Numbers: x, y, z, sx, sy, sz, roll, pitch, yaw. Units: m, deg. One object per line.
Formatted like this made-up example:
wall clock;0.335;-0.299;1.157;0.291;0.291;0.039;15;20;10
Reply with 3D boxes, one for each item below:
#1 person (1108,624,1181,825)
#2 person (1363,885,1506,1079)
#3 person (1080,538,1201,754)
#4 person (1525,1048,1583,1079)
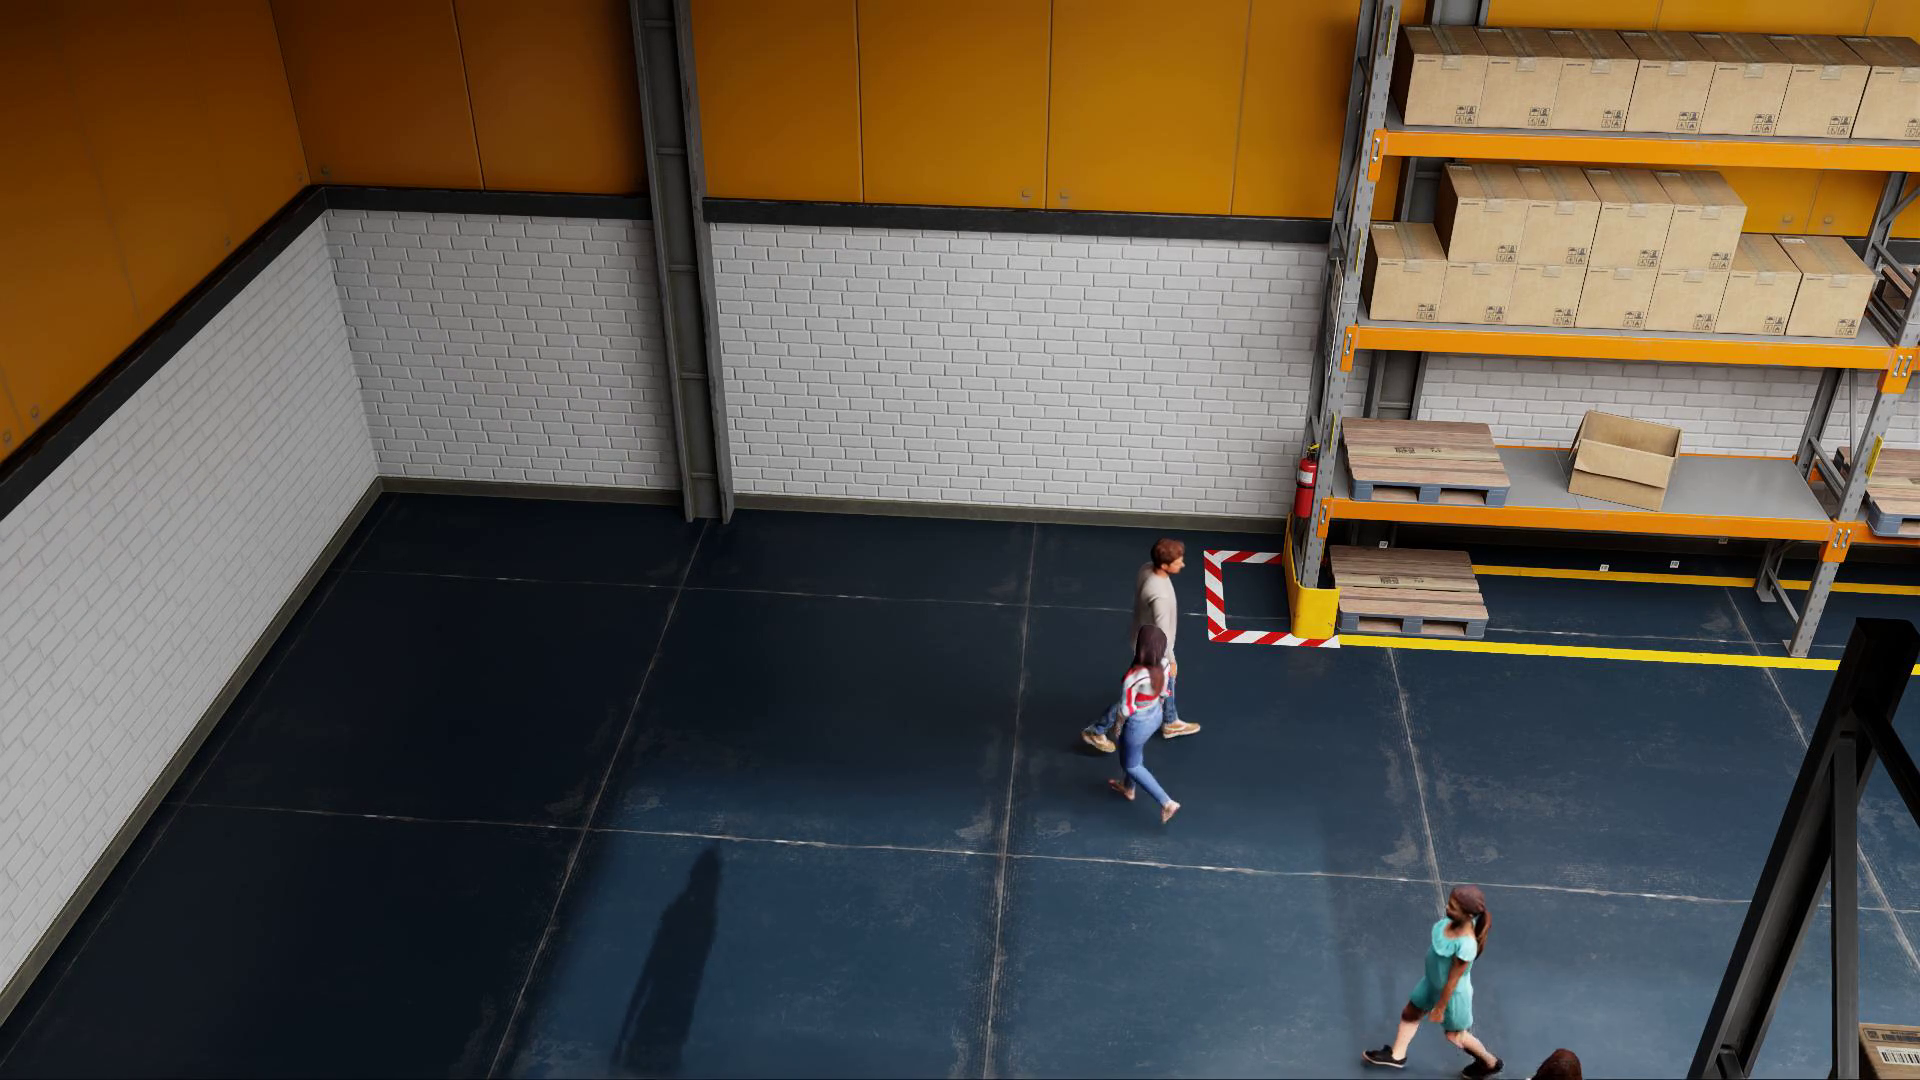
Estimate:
person;1.315;1.304;11.592;1.013;1.596;0.908;28;43;35
person;2.914;2.618;9.674;1.040;1.529;0.579;3;34;5
person;1.317;0.799;12.114;1.188;1.858;0.736;-1;34;-2
person;3.045;3.277;8.754;0.993;1.451;0.964;24;41;32
